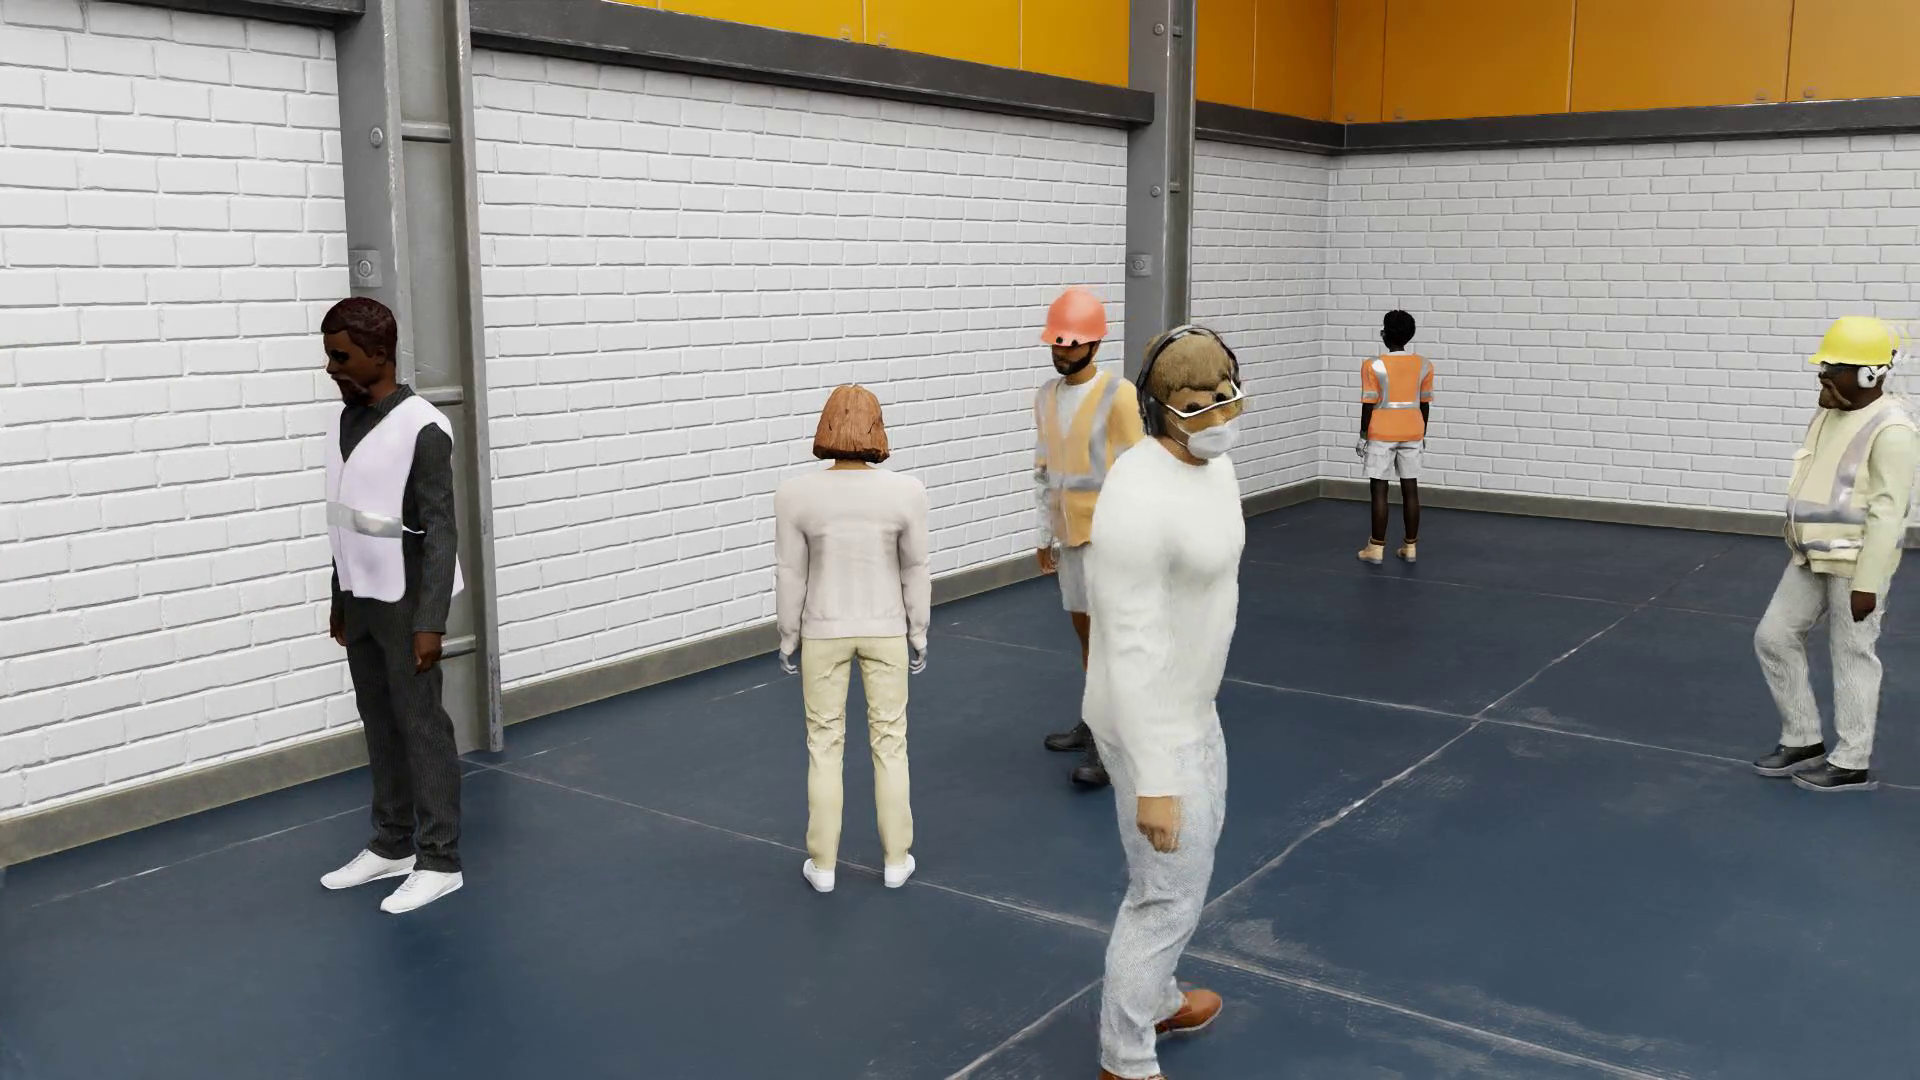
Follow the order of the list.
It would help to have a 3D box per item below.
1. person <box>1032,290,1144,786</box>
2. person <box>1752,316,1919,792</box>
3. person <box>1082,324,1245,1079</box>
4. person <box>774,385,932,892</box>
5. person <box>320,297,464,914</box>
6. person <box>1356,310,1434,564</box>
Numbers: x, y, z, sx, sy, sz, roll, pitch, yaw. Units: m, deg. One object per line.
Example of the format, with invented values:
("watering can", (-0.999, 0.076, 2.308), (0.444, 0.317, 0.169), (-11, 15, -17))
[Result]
("person", (0.485, -0.009, 6.516), (0.594, 1.910, 0.655), (-8, 12, -38))
("person", (3.272, 0.071, 6.272), (0.518, 1.814, 0.628), (0, 10, -1))
("person", (0.496, 0.438, 3.899), (0.384, 1.892, 0.811), (3, 10, 19))
("person", (-0.341, 0.321, 5.341), (0.502, 1.633, 0.280), (-1, 10, -6))
("person", (-1.787, 0.198, 5.239), (0.587, 1.913, 0.391), (8, 12, 40))
("person", (2.904, -0.687, 11.143), (0.539, 1.700, 0.317), (-2, 10, -14))
